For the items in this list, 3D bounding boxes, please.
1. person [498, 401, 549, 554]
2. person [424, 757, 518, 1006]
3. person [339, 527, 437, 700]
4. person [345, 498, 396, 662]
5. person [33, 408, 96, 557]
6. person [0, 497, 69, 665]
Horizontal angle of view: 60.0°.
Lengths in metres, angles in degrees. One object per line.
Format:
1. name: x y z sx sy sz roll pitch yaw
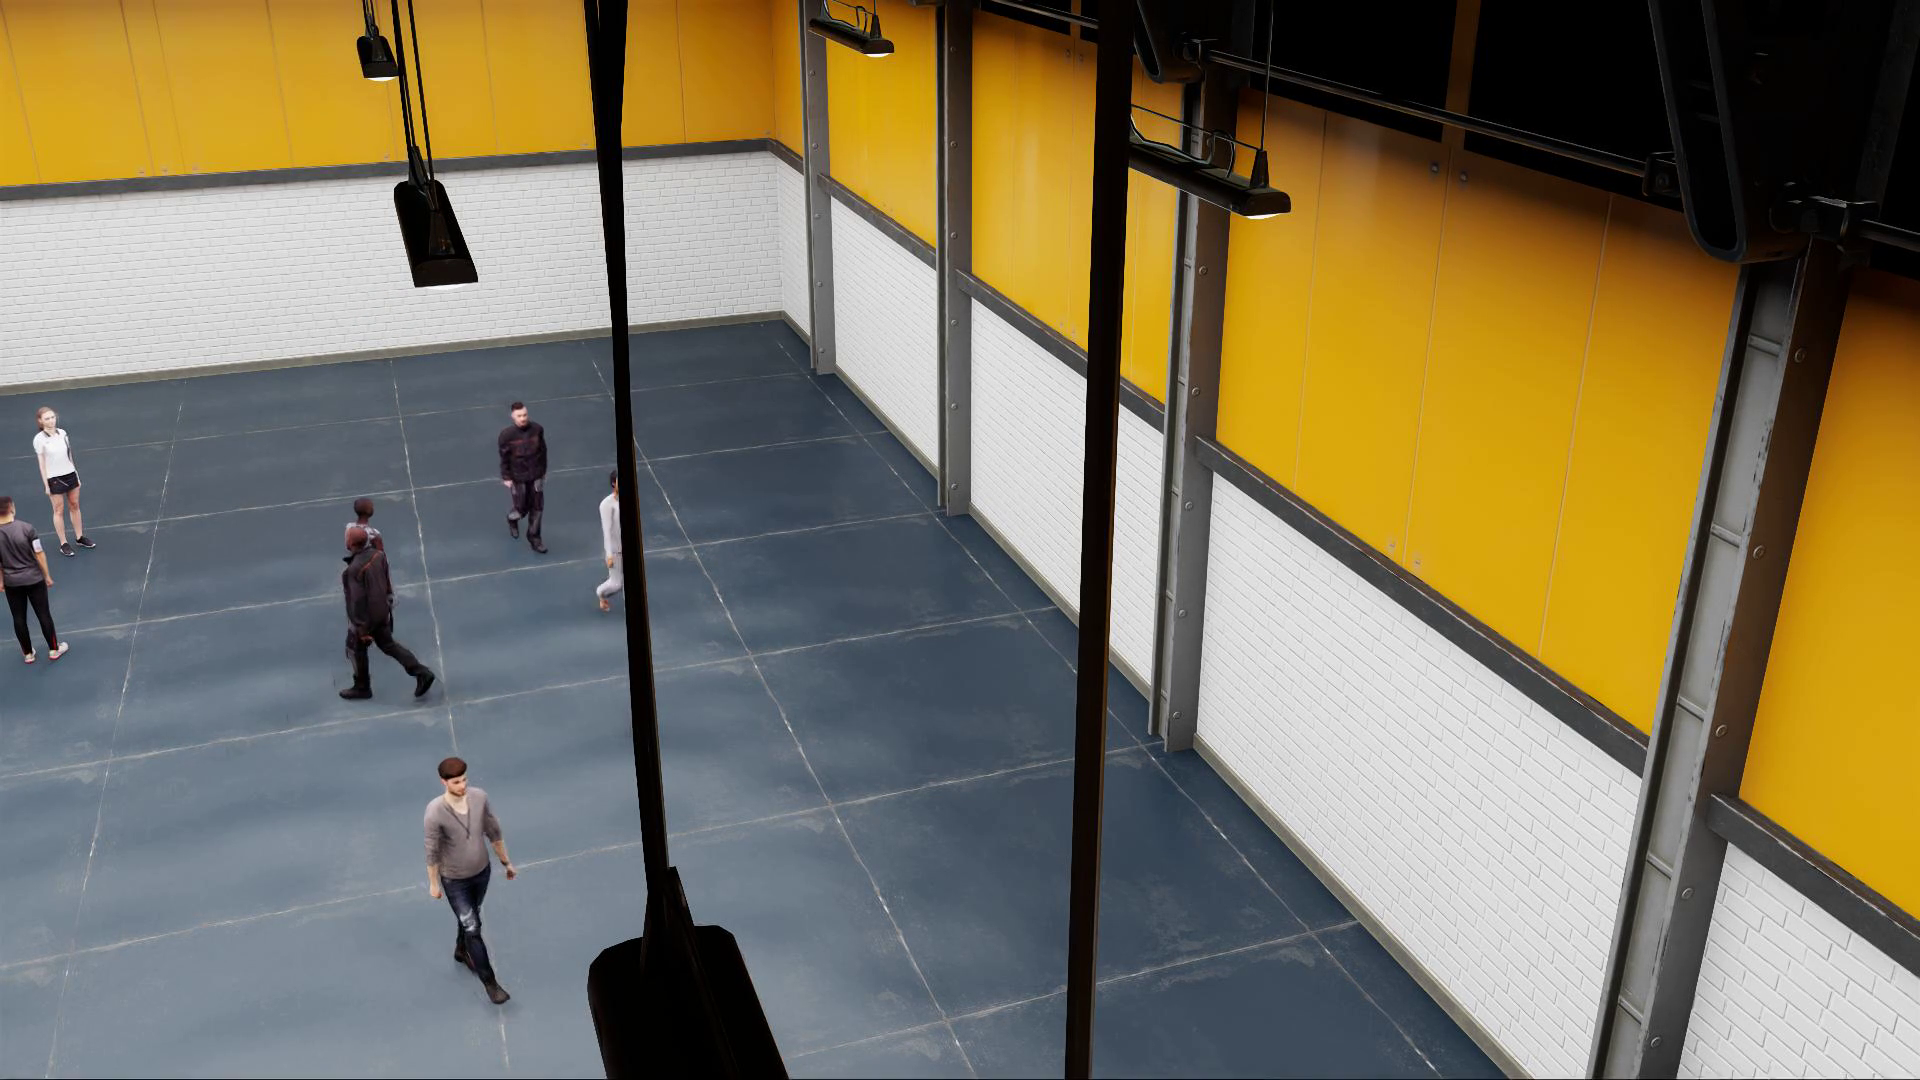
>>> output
1. person: -5.069 -0.775 19.308 0.874 1.839 0.999 -16 28 -33
2. person: -3.633 2.374 12.060 1.211 1.875 1.024 19 30 37
3. person: -5.543 0.736 15.910 1.153 1.793 1.242 5 24 11
4. person: -5.942 0.445 16.604 0.979 1.769 1.077 8 25 18
5. person: -10.412 -0.700 19.245 0.725 1.752 0.670 12 26 26
6. person: -9.422 0.400 16.718 0.650 1.760 0.560 -6 24 -14
